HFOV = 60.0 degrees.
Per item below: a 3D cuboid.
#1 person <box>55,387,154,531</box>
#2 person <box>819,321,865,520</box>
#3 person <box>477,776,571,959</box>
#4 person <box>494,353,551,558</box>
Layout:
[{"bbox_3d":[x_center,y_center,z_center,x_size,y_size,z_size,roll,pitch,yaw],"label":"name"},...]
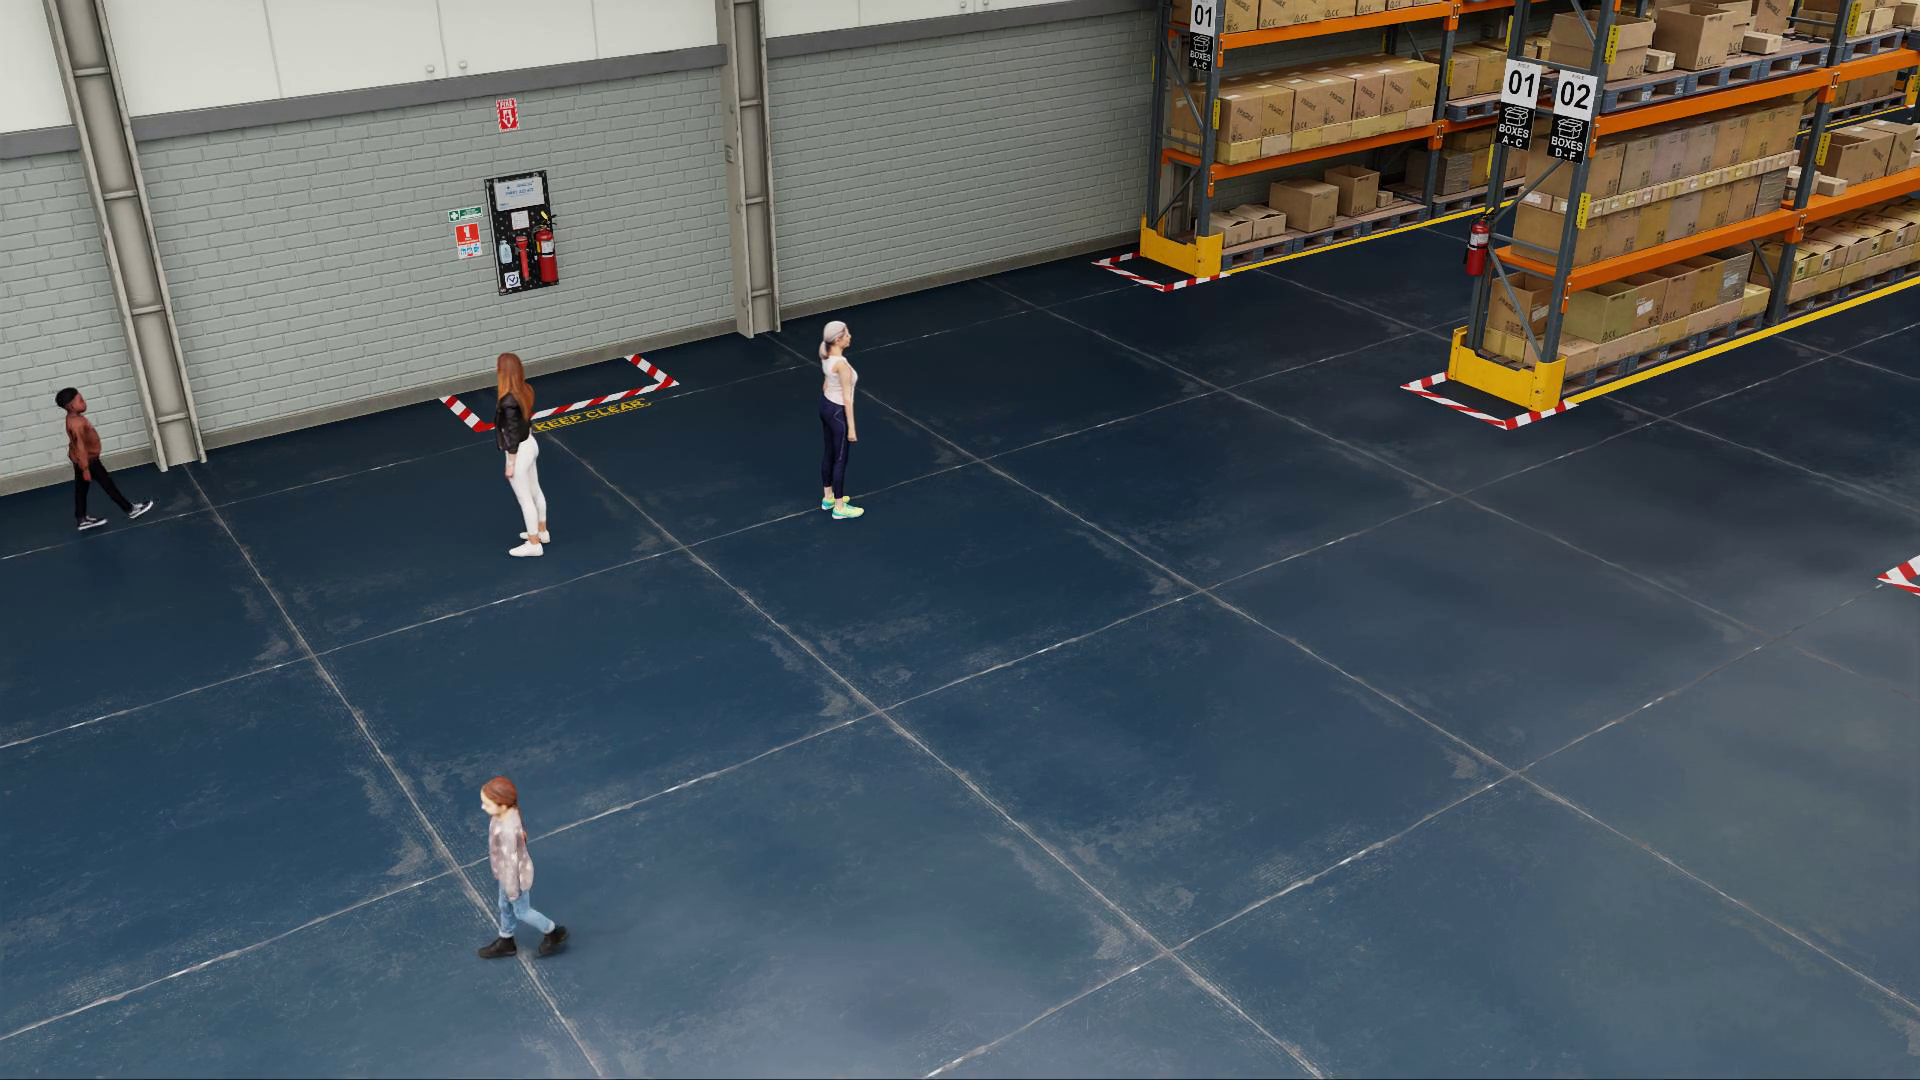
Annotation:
[{"bbox_3d":[-7.277,-0.649,13.706,0.809,1.234,0.542,-17,32,-29],"label":"person"},{"bbox_3d":[-1.037,-1.022,13.923,0.568,1.701,0.631,-13,30,-24],"label":"person"},{"bbox_3d":[-2.388,1.787,9.029,0.788,1.186,0.618,-9,29,-16],"label":"person"},{"bbox_3d":[-3.501,-0.694,13.281,0.716,1.704,0.672,3,27,5],"label":"person"}]
